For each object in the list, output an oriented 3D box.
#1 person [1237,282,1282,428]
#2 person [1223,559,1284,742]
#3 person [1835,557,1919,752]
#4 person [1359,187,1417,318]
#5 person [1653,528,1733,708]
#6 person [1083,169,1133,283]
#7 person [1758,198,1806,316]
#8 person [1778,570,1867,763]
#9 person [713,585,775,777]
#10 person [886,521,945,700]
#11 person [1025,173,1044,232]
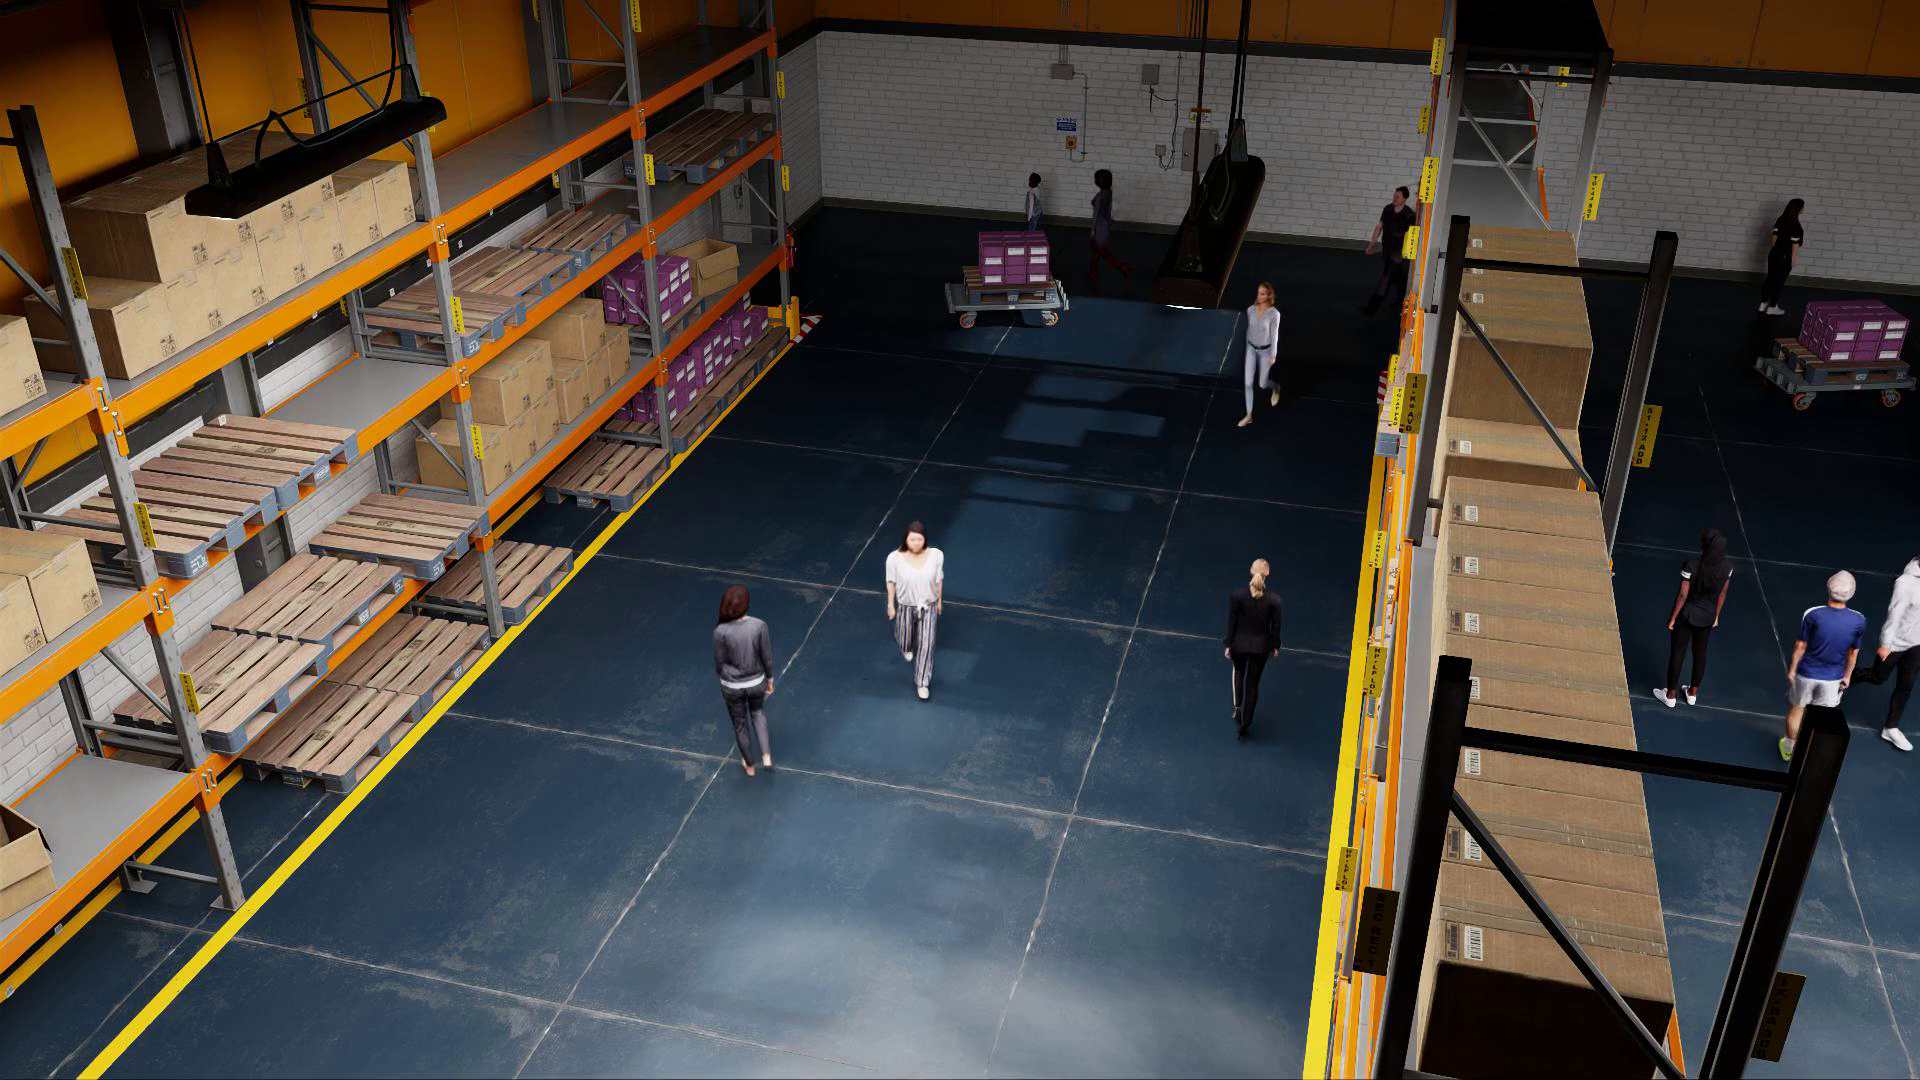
[{"bbox_3d":[3.622,-2.238,19.812,0.892,1.780,1.079,25,37,38],"label":"person"},{"bbox_3d":[2.441,0.968,14.032,0.630,1.689,0.610,7,29,12],"label":"person"},{"bbox_3d":[7.930,0.793,14.124,1.067,1.908,1.254,-8,30,-15],"label":"person"},{"bbox_3d":[6.081,-3.988,23.014,1.277,1.787,1.248,-14,32,-24],"label":"person"},{"bbox_3d":[6.422,0.669,14.536,0.687,1.730,0.674,-3,29,-6],"label":"person"},{"bbox_3d":[2.124,-4.484,24.029,0.844,1.685,1.037,17,33,28],"label":"person"},{"bbox_3d":[11.419,-3.948,23.097,0.770,1.638,0.681,-8,30,-15],"label":"person"},{"bbox_3d":[7.030,1.132,13.595,0.635,1.818,0.931,6,29,11],"label":"person"},{"bbox_3d":[-1.742,1.202,13.528,0.762,1.759,0.816,-9,30,-15],"label":"person"},{"bbox_3d":[-0.399,0.552,14.826,0.906,1.657,1.100,-4,29,-7],"label":"person"},{"bbox_3d":[1.125,-4.986,25.394,0.598,1.261,0.501,17,33,28],"label":"person"}]
